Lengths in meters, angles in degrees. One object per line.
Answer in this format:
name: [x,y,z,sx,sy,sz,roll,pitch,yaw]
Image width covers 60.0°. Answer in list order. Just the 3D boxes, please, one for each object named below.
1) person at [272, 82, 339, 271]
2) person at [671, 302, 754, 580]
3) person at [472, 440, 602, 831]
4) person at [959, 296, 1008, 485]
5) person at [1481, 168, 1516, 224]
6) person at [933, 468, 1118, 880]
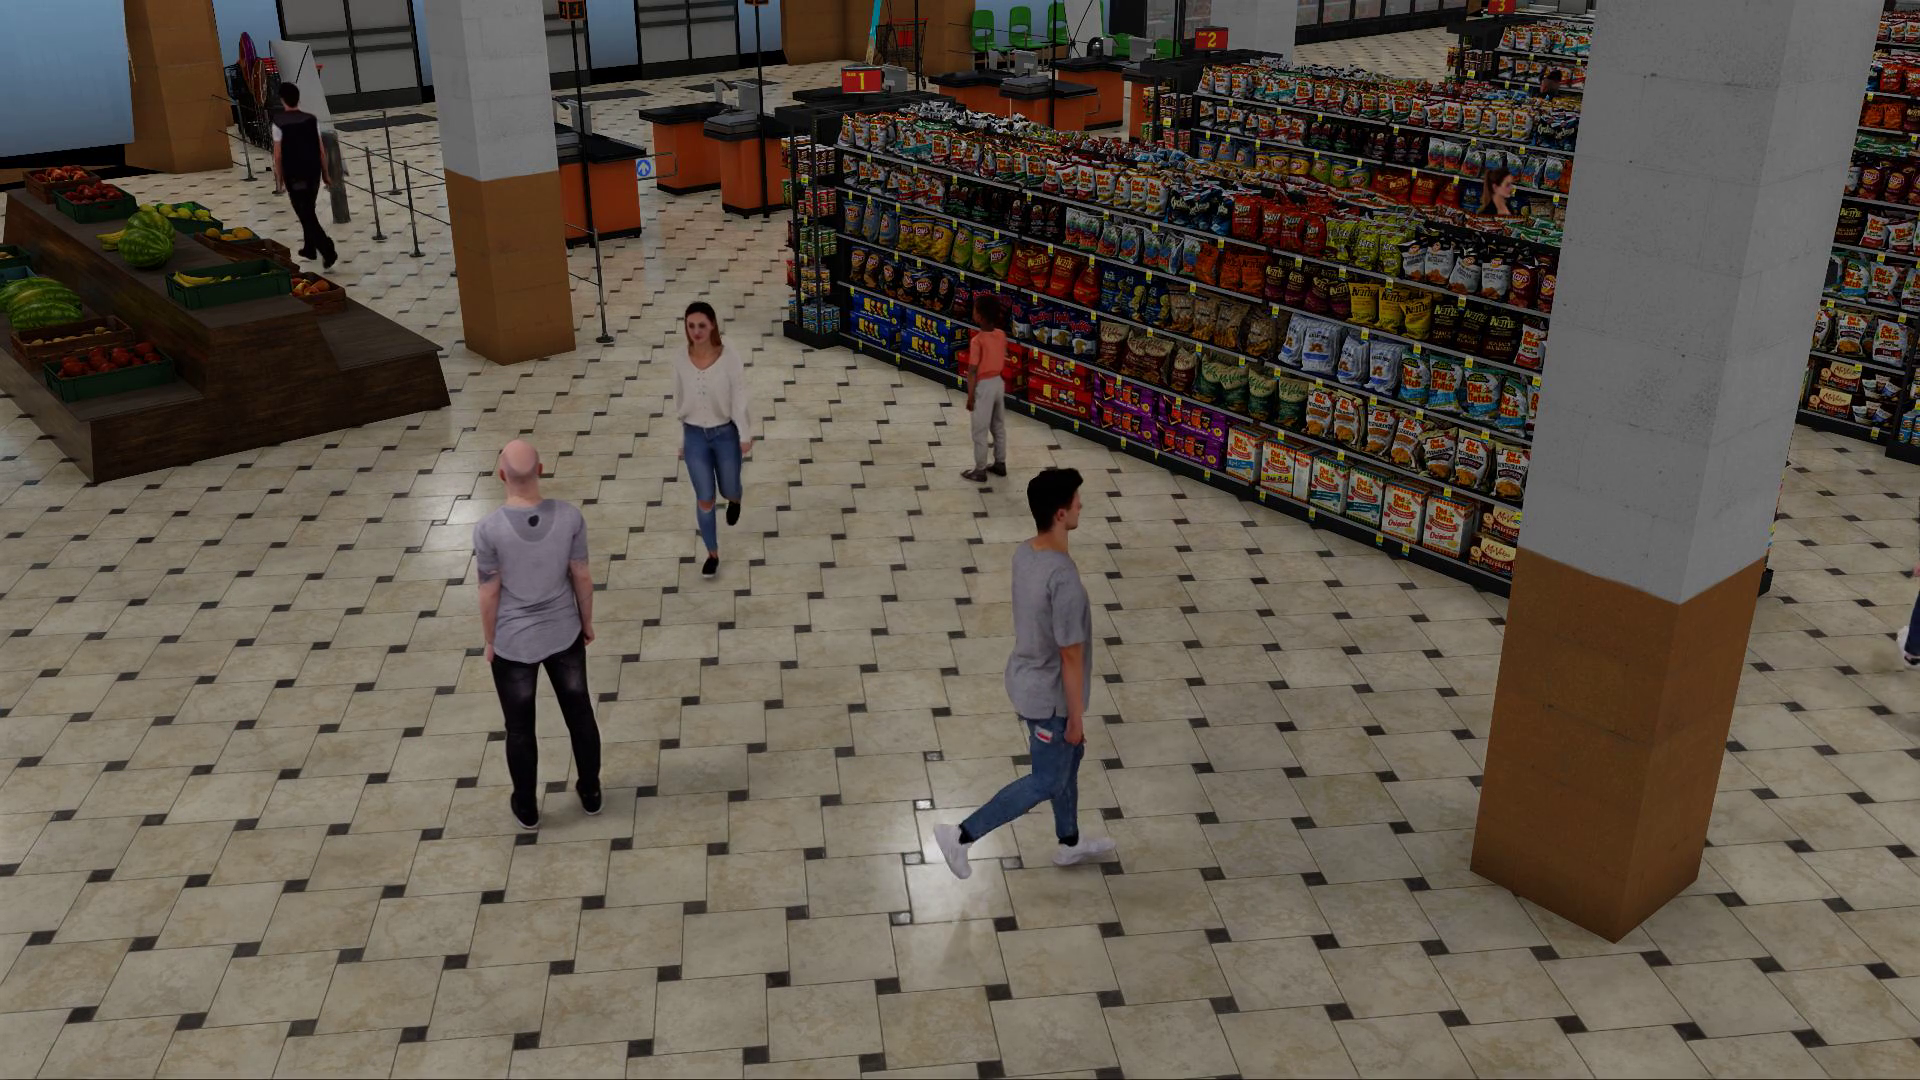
person: [-6.530,-3.603,16.642,1.212,1.812,0.787,19,30,36]
person: [-1.489,-0.628,10.017,0.974,1.672,1.047,2,24,4]
person: [-1.884,0.424,7.409,0.694,1.835,0.642,-13,27,-27]
person: [0.195,-1.035,11.400,0.498,1.309,0.476,-20,30,-37]
person: [4.313,-2.188,13.571,0.632,1.682,0.564,-21,31,-39]
person: [0.280,0.623,6.926,1.023,1.859,1.147,-7,25,-16]
